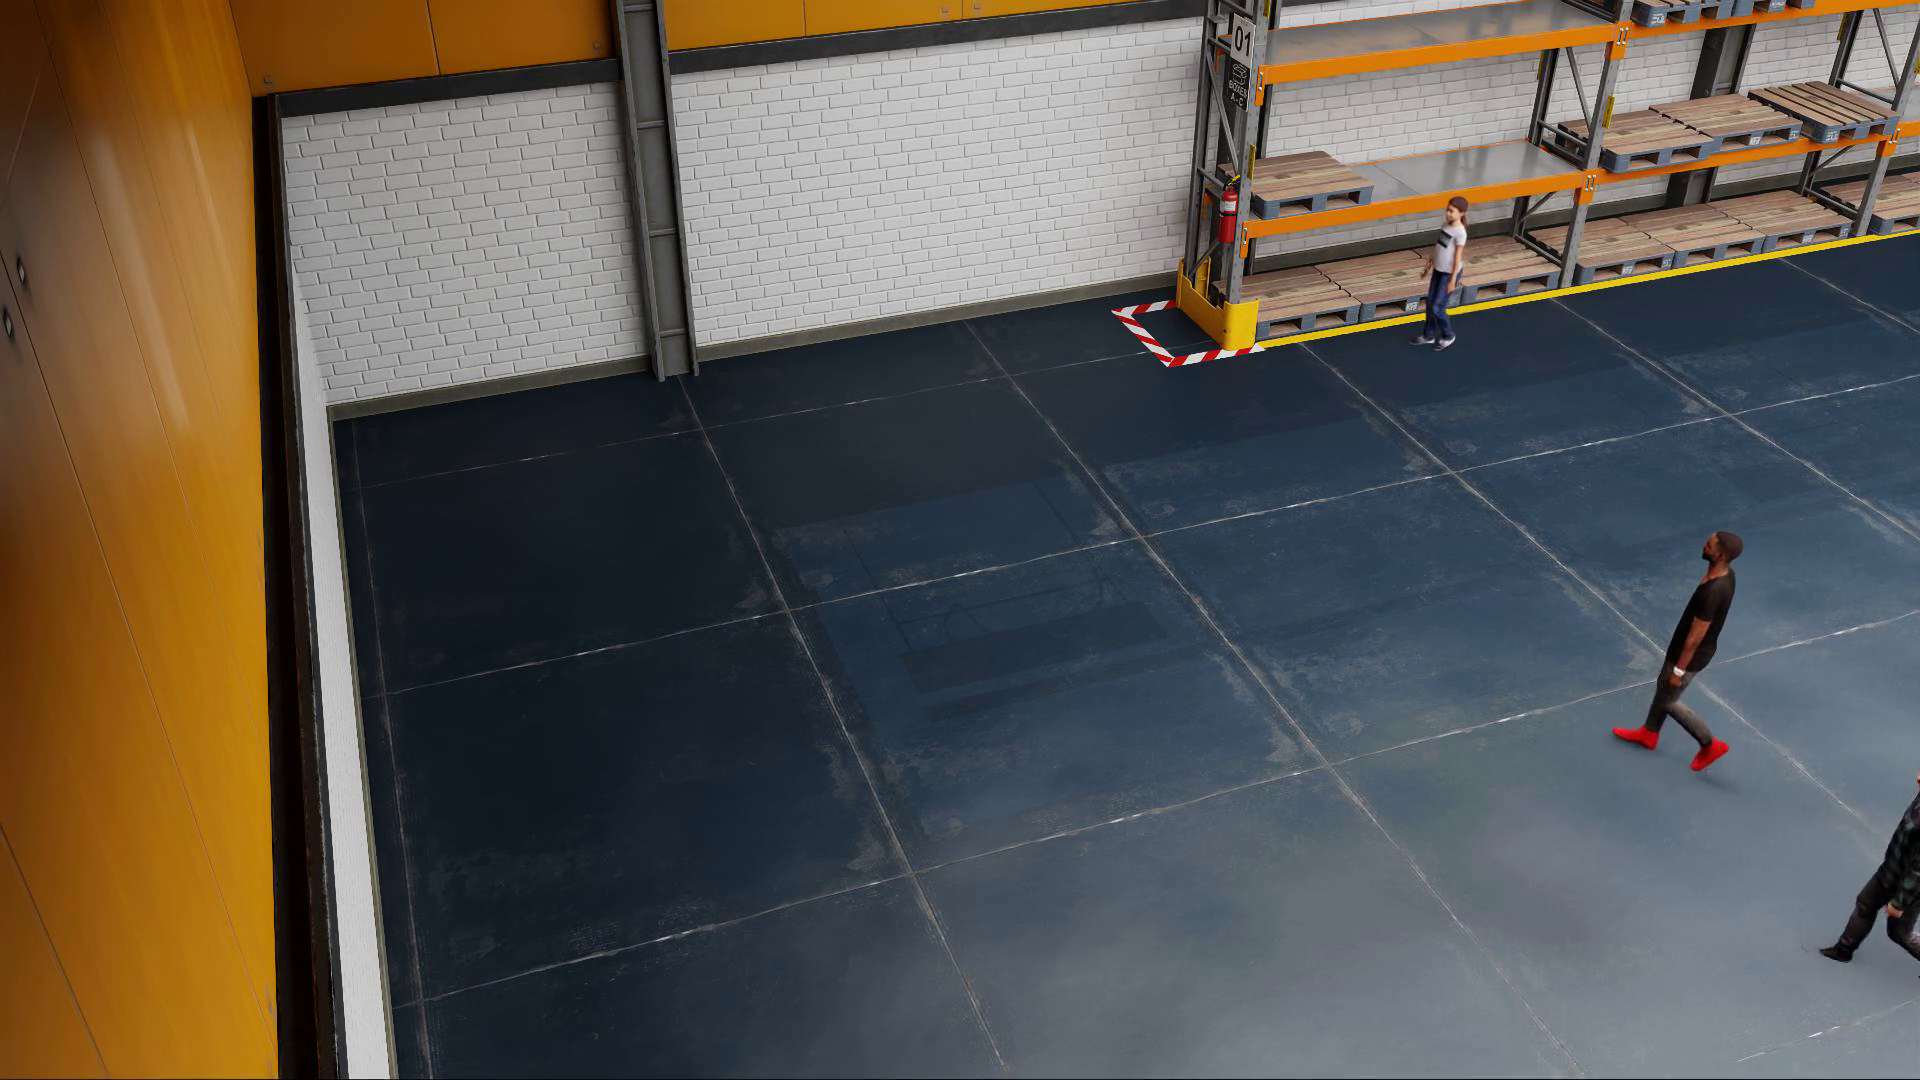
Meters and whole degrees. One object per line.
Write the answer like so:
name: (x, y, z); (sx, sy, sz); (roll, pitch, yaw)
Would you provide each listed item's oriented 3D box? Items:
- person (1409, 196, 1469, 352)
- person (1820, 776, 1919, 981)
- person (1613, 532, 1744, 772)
person: (4.754, -2.610, 16.177); (0.638, 1.552, 0.575); (-8, 34, -11)
person: (5.462, 1.921, 9.411); (1.152, 1.691, 1.073); (11, 35, 15)
person: (4.853, 0.758, 10.895); (1.073, 1.790, 1.036); (18, 37, 24)
